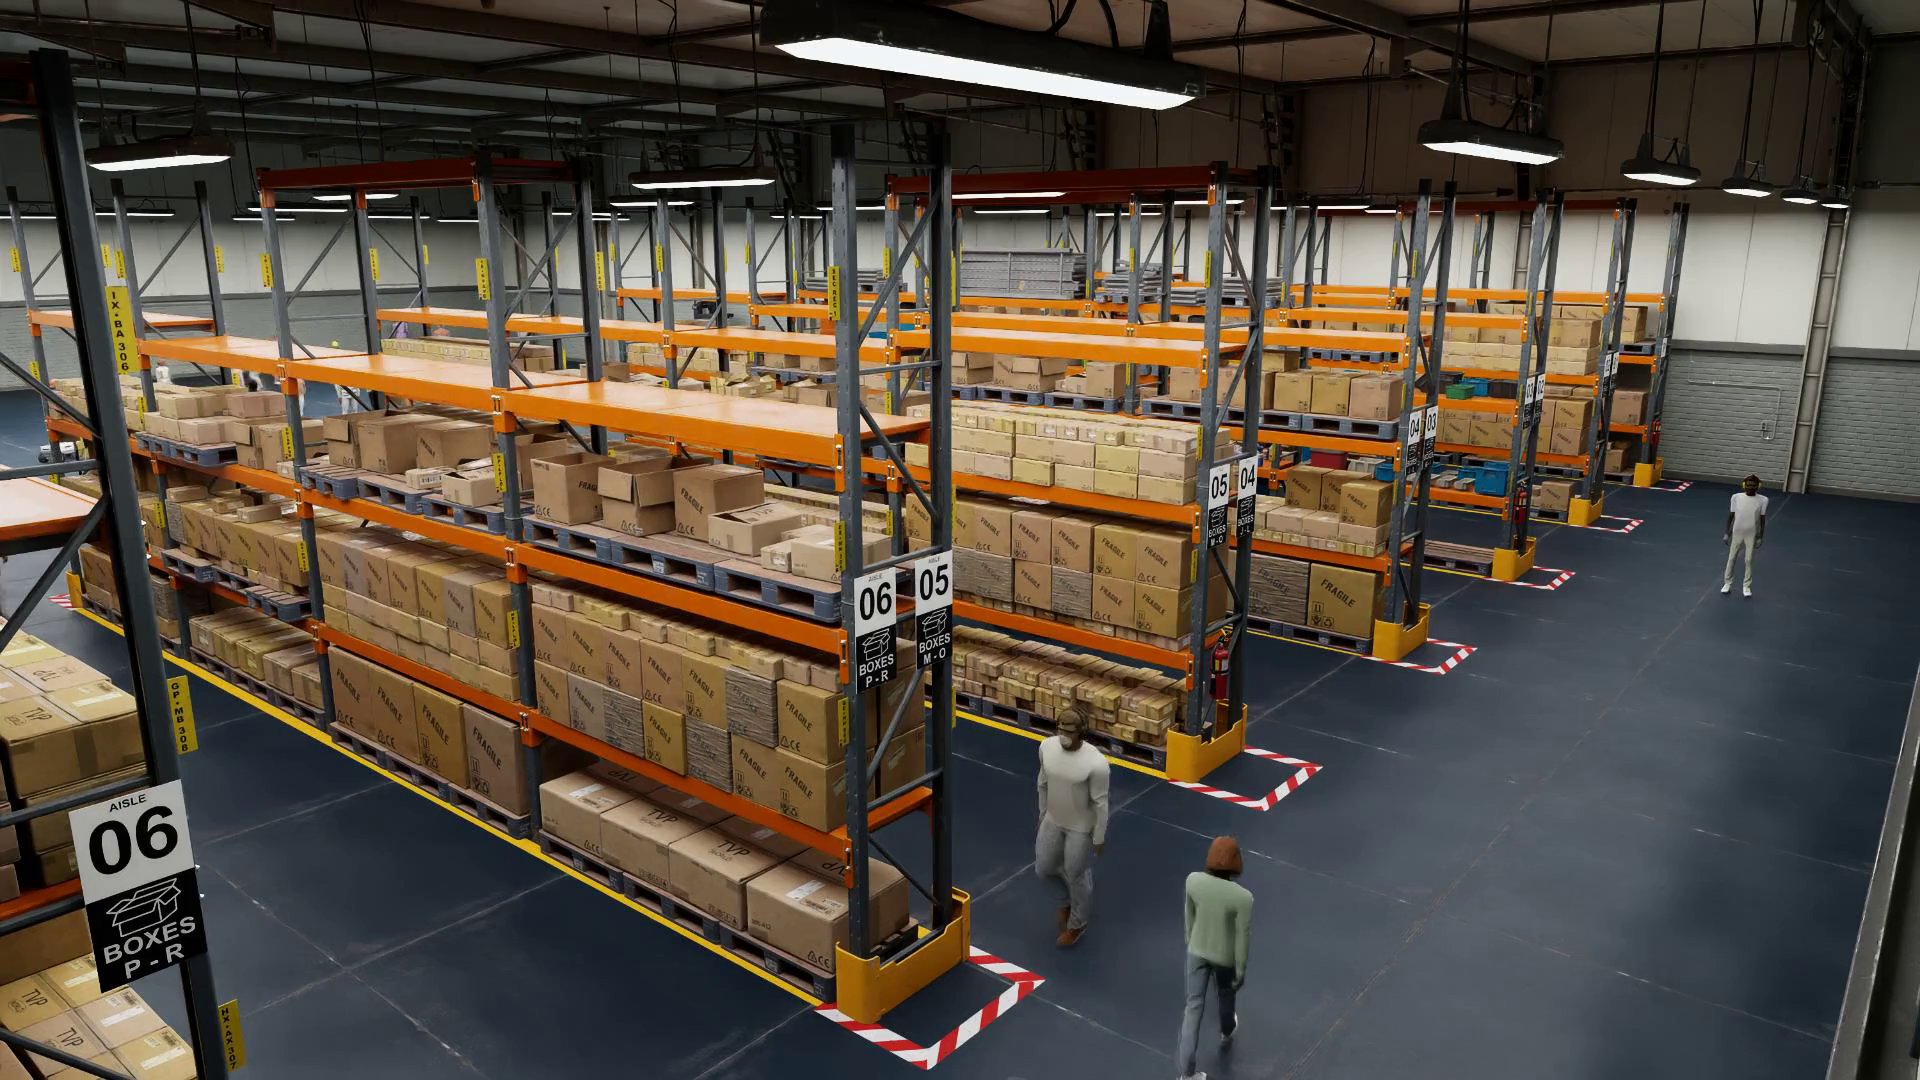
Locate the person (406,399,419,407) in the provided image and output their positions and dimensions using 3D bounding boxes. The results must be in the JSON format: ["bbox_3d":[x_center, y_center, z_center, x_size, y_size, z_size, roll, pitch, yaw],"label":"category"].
[{"bbox_3d":[-14.644,-3.599,33.935,0.680,1.674,0.546,2,14,6],"label":"person"}]

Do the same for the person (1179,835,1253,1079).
[{"bbox_3d":[1.657,2.713,8.202,0.495,1.567,0.883,9,16,32],"label":"person"}]

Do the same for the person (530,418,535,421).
[{"bbox_3d":[-12.069,-3.903,34.900,0.669,1.812,0.786,0,14,0],"label":"person"}]

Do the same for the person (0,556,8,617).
[{"bbox_3d":[-13.852,0.215,17.729,0.381,1.926,0.715,12,18,41],"label":"person"}]

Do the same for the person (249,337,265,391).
[{"bbox_3d":[-24.254,-5.986,43.245,0.448,1.919,0.649,-9,17,-34],"label":"person"}]

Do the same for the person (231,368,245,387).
[{"bbox_3d":[-21.812,-4.598,37.881,0.531,1.747,0.656,-6,15,-25],"label":"person"}]

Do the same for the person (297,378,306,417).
[{"bbox_3d":[-19.355,-4.260,36.761,0.393,1.619,0.539,9,16,33],"label":"person"}]

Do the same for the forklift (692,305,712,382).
[{"bbox_3d":[-9.511,-7.392,47.124,1.873,2.768,1.129,11,17,38],"label":"forklift"}]

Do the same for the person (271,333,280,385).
[{"bbox_3d":[-24.877,-6.643,46.082,0.673,1.851,0.981,4,14,15],"label":"person"}]

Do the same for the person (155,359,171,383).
[{"bbox_3d":[-24.771,-4.812,39.098,0.856,1.594,0.542,4,14,15],"label":"person"}]

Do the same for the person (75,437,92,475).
[{"bbox_3d":[-16.844,-1.385,24.490,0.627,1.844,0.429,-1,14,-3],"label":"person"}]

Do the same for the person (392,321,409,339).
[{"bbox_3d":[-24.071,-8.709,54.204,0.641,2.041,0.418,-9,16,-32],"label":"person"}]

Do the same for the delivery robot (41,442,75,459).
[{"bbox_3d":[-21.839,-2.213,30.471,0.477,0.478,0.707,2,14,6],"label":"delivery robot"}]

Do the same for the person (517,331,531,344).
[{"bbox_3d":[-19.160,-8.945,55.464,0.638,1.903,0.408,4,14,17],"label":"person"}]

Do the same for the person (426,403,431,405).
[{"bbox_3d":[-16.334,-4.972,38.922,0.379,1.996,0.611,7,15,26],"label":"person"}]

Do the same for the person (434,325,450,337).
[{"bbox_3d":[-20.844,-7.843,50.790,0.635,1.971,0.460,-4,14,-16],"label":"person"}]

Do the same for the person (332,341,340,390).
[{"bbox_3d":[-21.778,-6.081,44.051,0.501,1.712,0.720,-6,15,-24],"label":"person"}]

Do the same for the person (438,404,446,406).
[{"bbox_3d":[-11.969,-2.416,29.181,0.374,1.617,0.519,-2,14,-7],"label":"person"}]

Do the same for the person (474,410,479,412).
[{"bbox_3d":[-13.811,-4.128,35.720,0.590,1.867,0.624,-6,15,-25],"label":"person"}]

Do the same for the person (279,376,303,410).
[{"bbox_3d":[-20.407,-4.626,38.281,0.583,1.618,0.518,1,14,3],"label":"person"}]

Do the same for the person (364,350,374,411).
[{"bbox_3d":[-18.050,-4.841,38.535,0.557,1.919,0.452,0,14,1],"label":"person"}]

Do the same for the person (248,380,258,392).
[{"bbox_3d":[-17.168,-2.956,30.811,0.377,1.914,0.588,8,16,31],"label":"person"}]

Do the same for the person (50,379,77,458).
[{"bbox_3d":[-22.009,-2.994,30.910,0.383,1.936,0.547,-2,14,-7],"label":"person"}]

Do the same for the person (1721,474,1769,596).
[{"bbox_3d":[11.892,-0.084,19.100,0.510,1.862,0.320,10,17,36],"label":"person"}]

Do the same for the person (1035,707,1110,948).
[{"bbox_3d":[0.829,2.187,9.607,0.645,1.927,0.423,11,18,39],"label":"person"}]

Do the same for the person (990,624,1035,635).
[{"bbox_3d":[0.815,0.354,17.248,0.977,1.891,0.558,12,18,42],"label":"person"}]

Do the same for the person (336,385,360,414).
[{"bbox_3d":[-17.008,-4.006,35.049,0.388,1.947,0.613,12,18,41],"label":"person"}]
